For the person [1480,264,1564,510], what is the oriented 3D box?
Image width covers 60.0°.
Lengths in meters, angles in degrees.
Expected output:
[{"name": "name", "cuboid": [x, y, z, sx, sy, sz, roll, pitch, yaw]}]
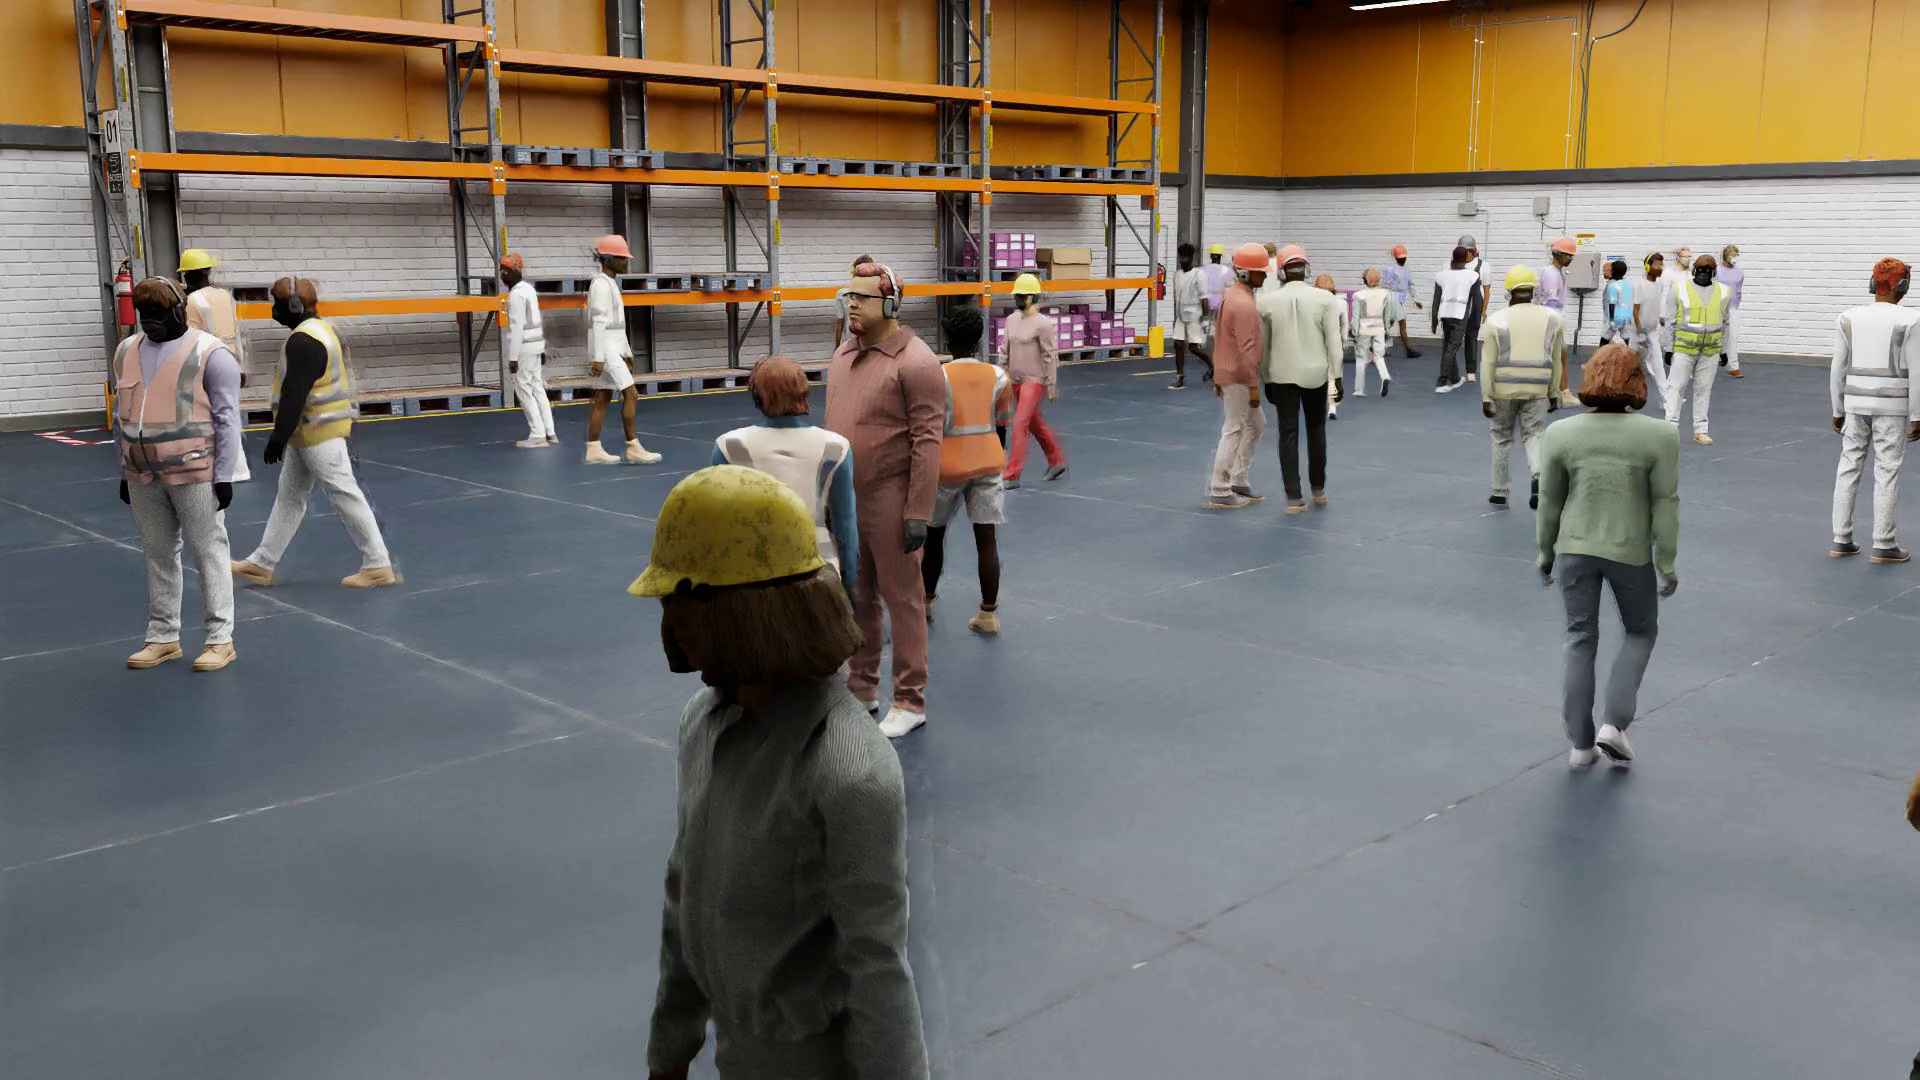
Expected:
[{"name": "person", "cuboid": [4.098, -1.098, 12.150, 0.600, 1.813, 0.651, 1, 10, 4]}]

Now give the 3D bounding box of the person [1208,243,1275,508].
[{"name": "person", "cuboid": [2.127, -1.185, 12.215, 0.612, 1.964, 0.632, 0, 10, -2]}]

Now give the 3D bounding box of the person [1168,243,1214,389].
[{"name": "person", "cuboid": [3.096, -2.951, 21.941, 0.719, 1.932, 0.645, -8, 13, -36]}]

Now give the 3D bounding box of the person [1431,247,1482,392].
[{"name": "person", "cuboid": [6.496, -2.870, 21.658, 0.581, 1.863, 0.995, 9, 14, 41]}]

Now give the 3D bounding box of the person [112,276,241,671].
[{"name": "person", "cuboid": [-3.662, -0.303, 7.754, 0.623, 1.839, 0.429, 2, 11, 10]}]

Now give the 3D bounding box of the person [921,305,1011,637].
[{"name": "person", "cuboid": [-0.024, -0.367, 8.564, 0.544, 1.664, 0.769, -5, 11, -24]}]

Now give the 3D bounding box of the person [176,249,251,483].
[{"name": "person", "cuboid": [-6.200, -1.403, 13.543, 0.836, 1.899, 0.599, 2, 11, 8]}]

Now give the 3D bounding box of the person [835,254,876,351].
[{"name": "person", "cuboid": [-0.904, -1.706, 15.363, 0.536, 1.853, 0.545, 0, 10, 0]}]

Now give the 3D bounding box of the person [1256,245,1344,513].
[{"name": "person", "cuboid": [2.532, -1.200, 12.373, 0.666, 1.936, 0.889, 3, 11, 14]}]

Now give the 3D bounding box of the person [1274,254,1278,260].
[{"name": "person", "cuboid": [5.076, -3.931, 27.863, 0.782, 1.727, 0.553, -7, 13, -34]}]

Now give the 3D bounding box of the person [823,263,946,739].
[{"name": "person", "cuboid": [-0.353, -0.159, 6.765, 0.407, 1.913, 0.641, -10, 14, -43]}]

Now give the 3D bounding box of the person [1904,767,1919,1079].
[{"name": "person", "cuboid": [2.185, 0.502, 3.353, 0.351, 1.842, 0.507, -6, 12, -30]}]

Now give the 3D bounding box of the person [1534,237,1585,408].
[{"name": "person", "cuboid": [6.937, -2.504, 19.308, 0.923, 1.995, 0.667, 7, 12, 32]}]

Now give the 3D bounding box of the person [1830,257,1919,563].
[{"name": "person", "cuboid": [5.699, -0.801, 10.330, 0.356, 1.887, 0.572, -7, 12, -33]}]

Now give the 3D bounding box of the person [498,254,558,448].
[{"name": "person", "cuboid": [-4.128, -1.801, 15.924, 0.385, 1.838, 0.750, 0, 10, 2]}]

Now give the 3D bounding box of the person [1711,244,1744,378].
[{"name": "person", "cuboid": [10.946, -3.304, 23.964, 0.638, 1.900, 0.987, -2, 11, -9]}]

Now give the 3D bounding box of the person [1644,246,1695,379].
[{"name": "person", "cuboid": [10.219, -3.257, 23.777, 0.654, 1.872, 0.934, -3, 11, -17]}]

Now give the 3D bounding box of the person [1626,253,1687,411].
[{"name": "person", "cuboid": [7.976, -2.399, 19.250, 0.506, 1.815, 1.018, -5, 11, -24]}]

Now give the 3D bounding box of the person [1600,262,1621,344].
[{"name": "person", "cuboid": [10.074, -3.481, 25.666, 0.453, 1.613, 0.517, 7, 12, 33]}]

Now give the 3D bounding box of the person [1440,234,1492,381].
[{"name": "person", "cuboid": [6.987, -3.214, 23.070, 0.682, 2.000, 0.536, 4, 11, 20]}]

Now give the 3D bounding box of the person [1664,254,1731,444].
[{"name": "person", "cuboid": [7.147, -1.840, 16.138, 0.619, 1.839, 0.430, 1, 10, 5]}]

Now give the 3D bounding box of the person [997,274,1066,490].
[{"name": "person", "cuboid": [0.573, -1.287, 13.431, 0.904, 1.723, 0.525, -8, 13, -36]}]

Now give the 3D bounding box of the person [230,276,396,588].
[{"name": "person", "cuboid": [-3.742, -0.594, 9.476, 0.976, 1.788, 0.642, -3, 11, -18]}]

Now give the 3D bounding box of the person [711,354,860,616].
[{"name": "person", "cuboid": [-0.593, 0.172, 5.753, 0.549, 1.615, 0.542, -3, 11, -15]}]

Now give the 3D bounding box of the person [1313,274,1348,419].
[{"name": "person", "cuboid": [4.068, -2.155, 18.496, 0.508, 1.596, 0.832, 1, 10, 4]}]

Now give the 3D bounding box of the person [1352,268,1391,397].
[{"name": "person", "cuboid": [5.127, -2.567, 20.684, 0.522, 1.618, 0.683, -1, 10, -7]}]

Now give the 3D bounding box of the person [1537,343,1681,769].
[{"name": "person", "cuboid": [2.453, 0.066, 6.307, 0.535, 1.617, 0.356, 7, 12, 34]}]

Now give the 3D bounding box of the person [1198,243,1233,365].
[{"name": "person", "cuboid": [3.922, -3.651, 25.834, 0.596, 1.901, 0.805, 5, 11, 25]}]

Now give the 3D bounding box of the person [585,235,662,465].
[{"name": "person", "cuboid": [-2.957, -1.651, 14.600, 0.831, 2.013, 0.629, -1, 10, -6]}]

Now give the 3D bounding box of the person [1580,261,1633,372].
[{"name": "person", "cuboid": [9.352, -3.144, 23.740, 0.551, 1.654, 0.873, -6, 12, -28]}]

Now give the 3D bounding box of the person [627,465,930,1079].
[{"name": "person", "cuboid": [-0.304, 0.754, 2.275, 0.659, 1.716, 0.511, -7, 12, -32]}]

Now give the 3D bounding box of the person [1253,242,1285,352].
[{"name": "person", "cuboid": [4.698, -3.572, 25.359, 0.639, 1.916, 0.492, 1, 10, 3]}]

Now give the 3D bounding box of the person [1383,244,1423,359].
[{"name": "person", "cuboid": [7.227, -3.932, 27.464, 0.968, 1.870, 0.566, 9, 14, 41]}]
